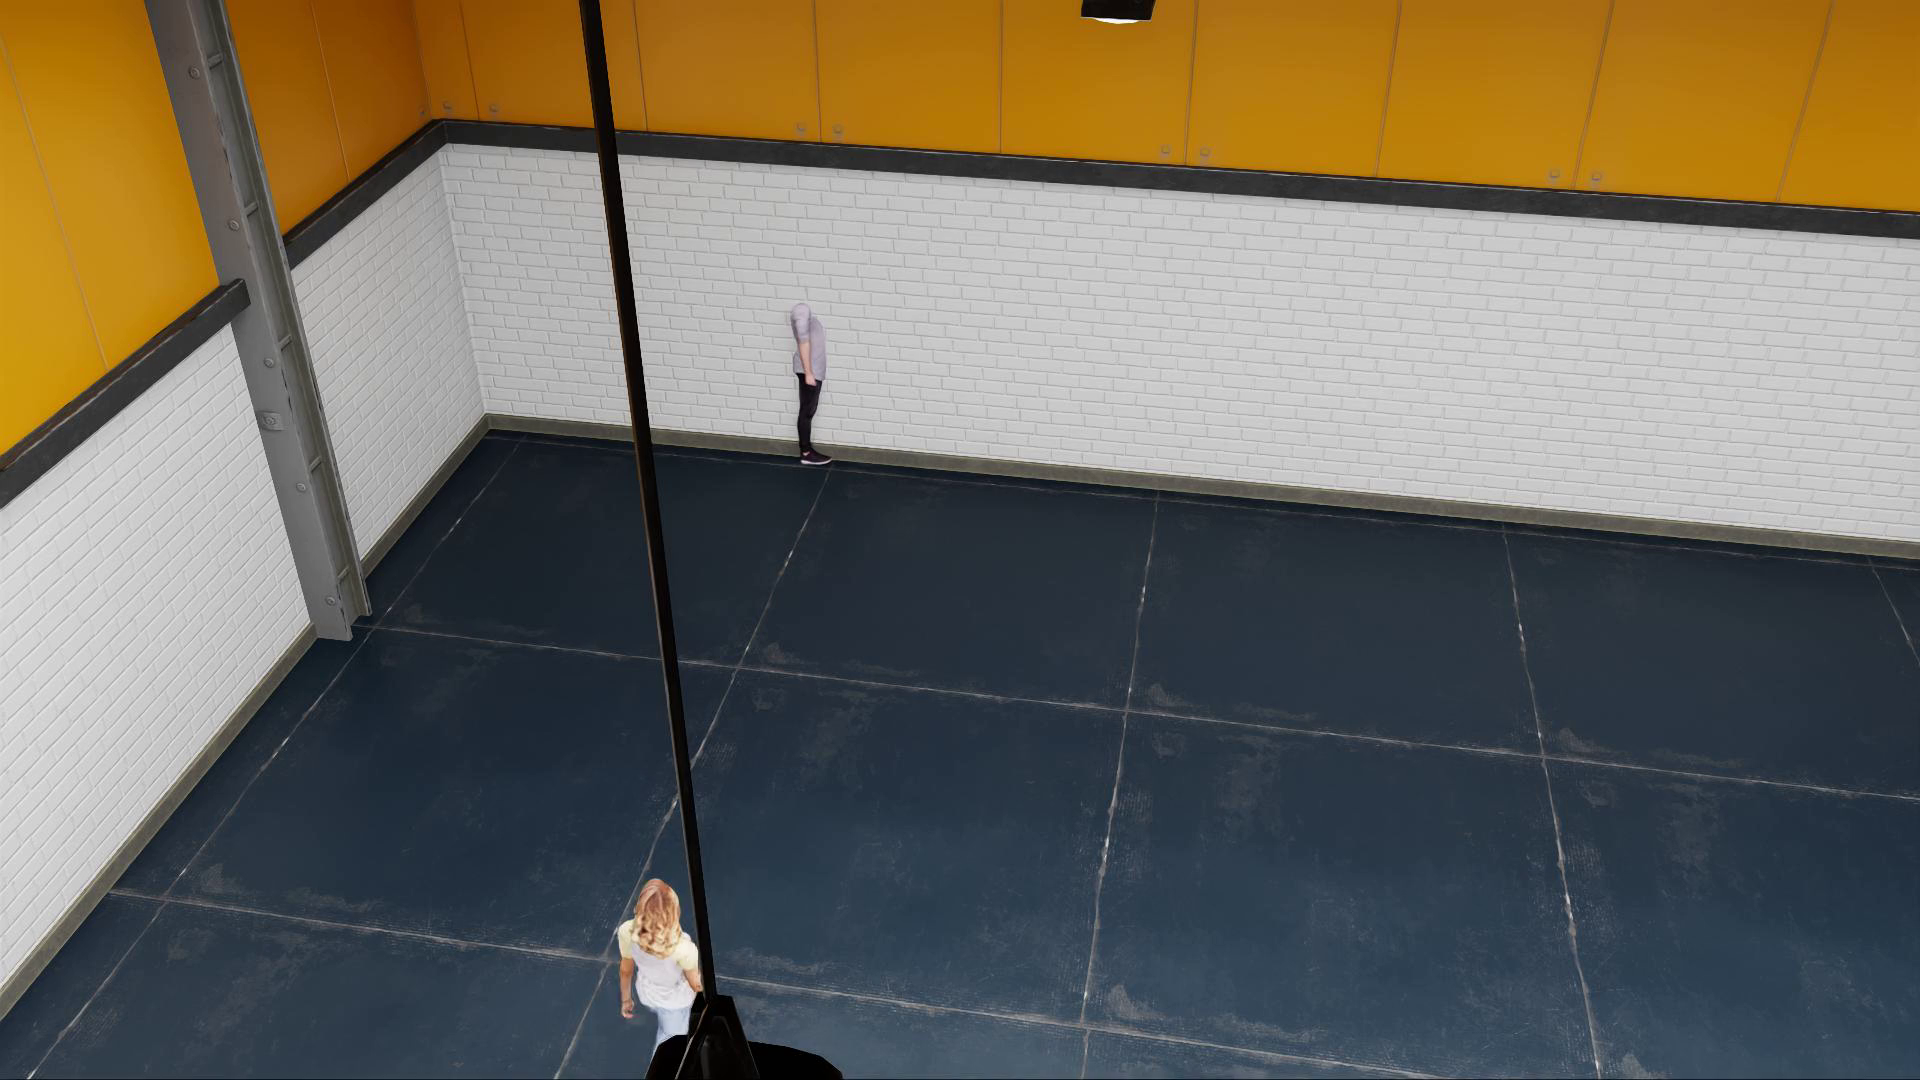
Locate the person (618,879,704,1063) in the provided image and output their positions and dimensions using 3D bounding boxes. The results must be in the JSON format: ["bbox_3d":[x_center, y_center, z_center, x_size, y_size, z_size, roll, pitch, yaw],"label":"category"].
[{"bbox_3d":[-1.606,2.573,8.937,0.826,1.659,1.222,13,36,19],"label":"person"}]

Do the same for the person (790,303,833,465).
[{"bbox_3d":[-1.358,-1.586,15.035,0.755,1.834,0.563,1,34,2],"label":"person"}]
